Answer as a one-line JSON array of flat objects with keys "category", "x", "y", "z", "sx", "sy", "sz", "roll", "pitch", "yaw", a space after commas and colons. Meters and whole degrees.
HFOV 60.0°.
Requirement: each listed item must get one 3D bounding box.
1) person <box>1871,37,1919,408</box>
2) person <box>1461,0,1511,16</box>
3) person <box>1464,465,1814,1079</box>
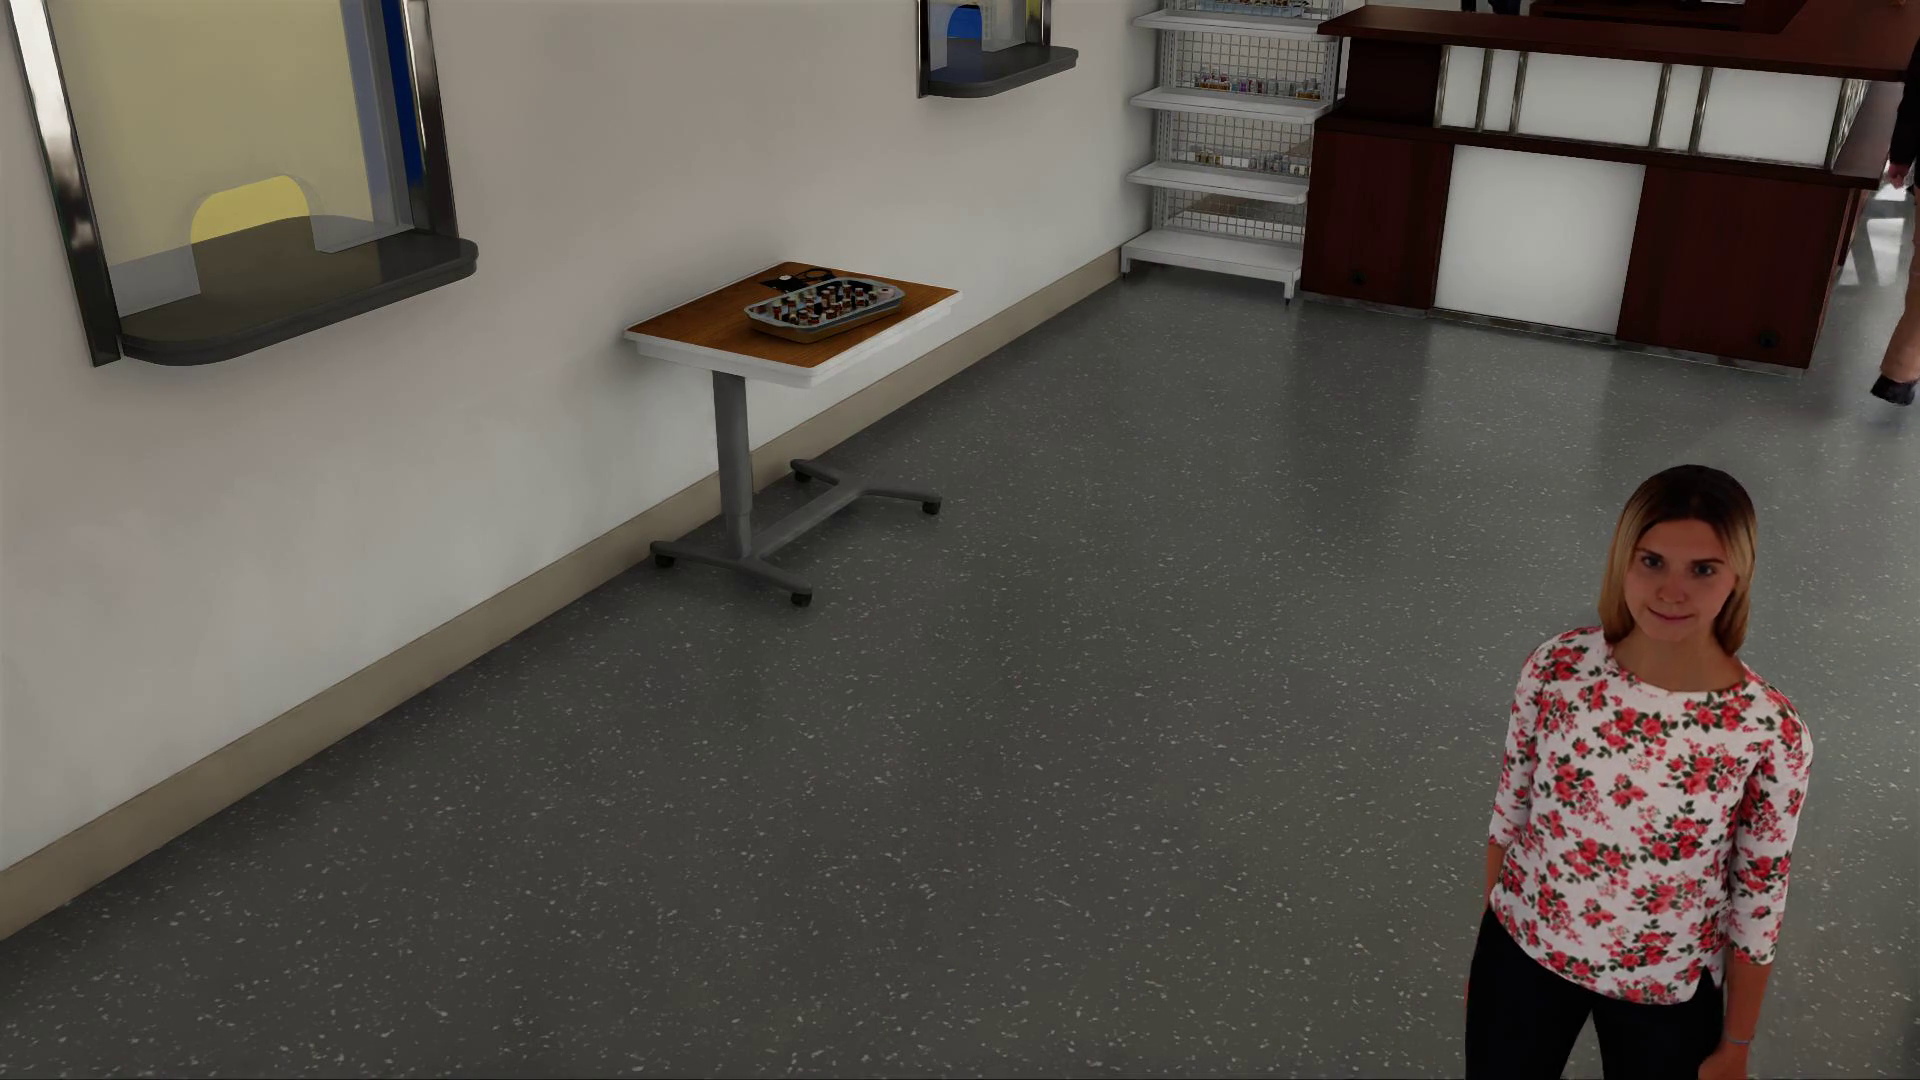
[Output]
[{"category": "person", "x": 3.909, "y": -1.422, "z": 6.501, "sx": 1.257, "sy": 1.881, "sz": 0.987, "roll": 23, "pitch": 34, "yaw": 40}, {"category": "person", "x": 4.555, "y": -4.924, "z": 13.834, "sx": 0.951, "sy": 1.820, "sz": 0.841, "roll": 6, "pitch": 26, "yaw": 11}, {"category": "person", "x": 1.015, "y": 0.627, "z": 2.564, "sx": 0.962, "sy": 1.609, "sz": 0.676, "roll": 16, "pitch": 30, "yaw": 30}]
